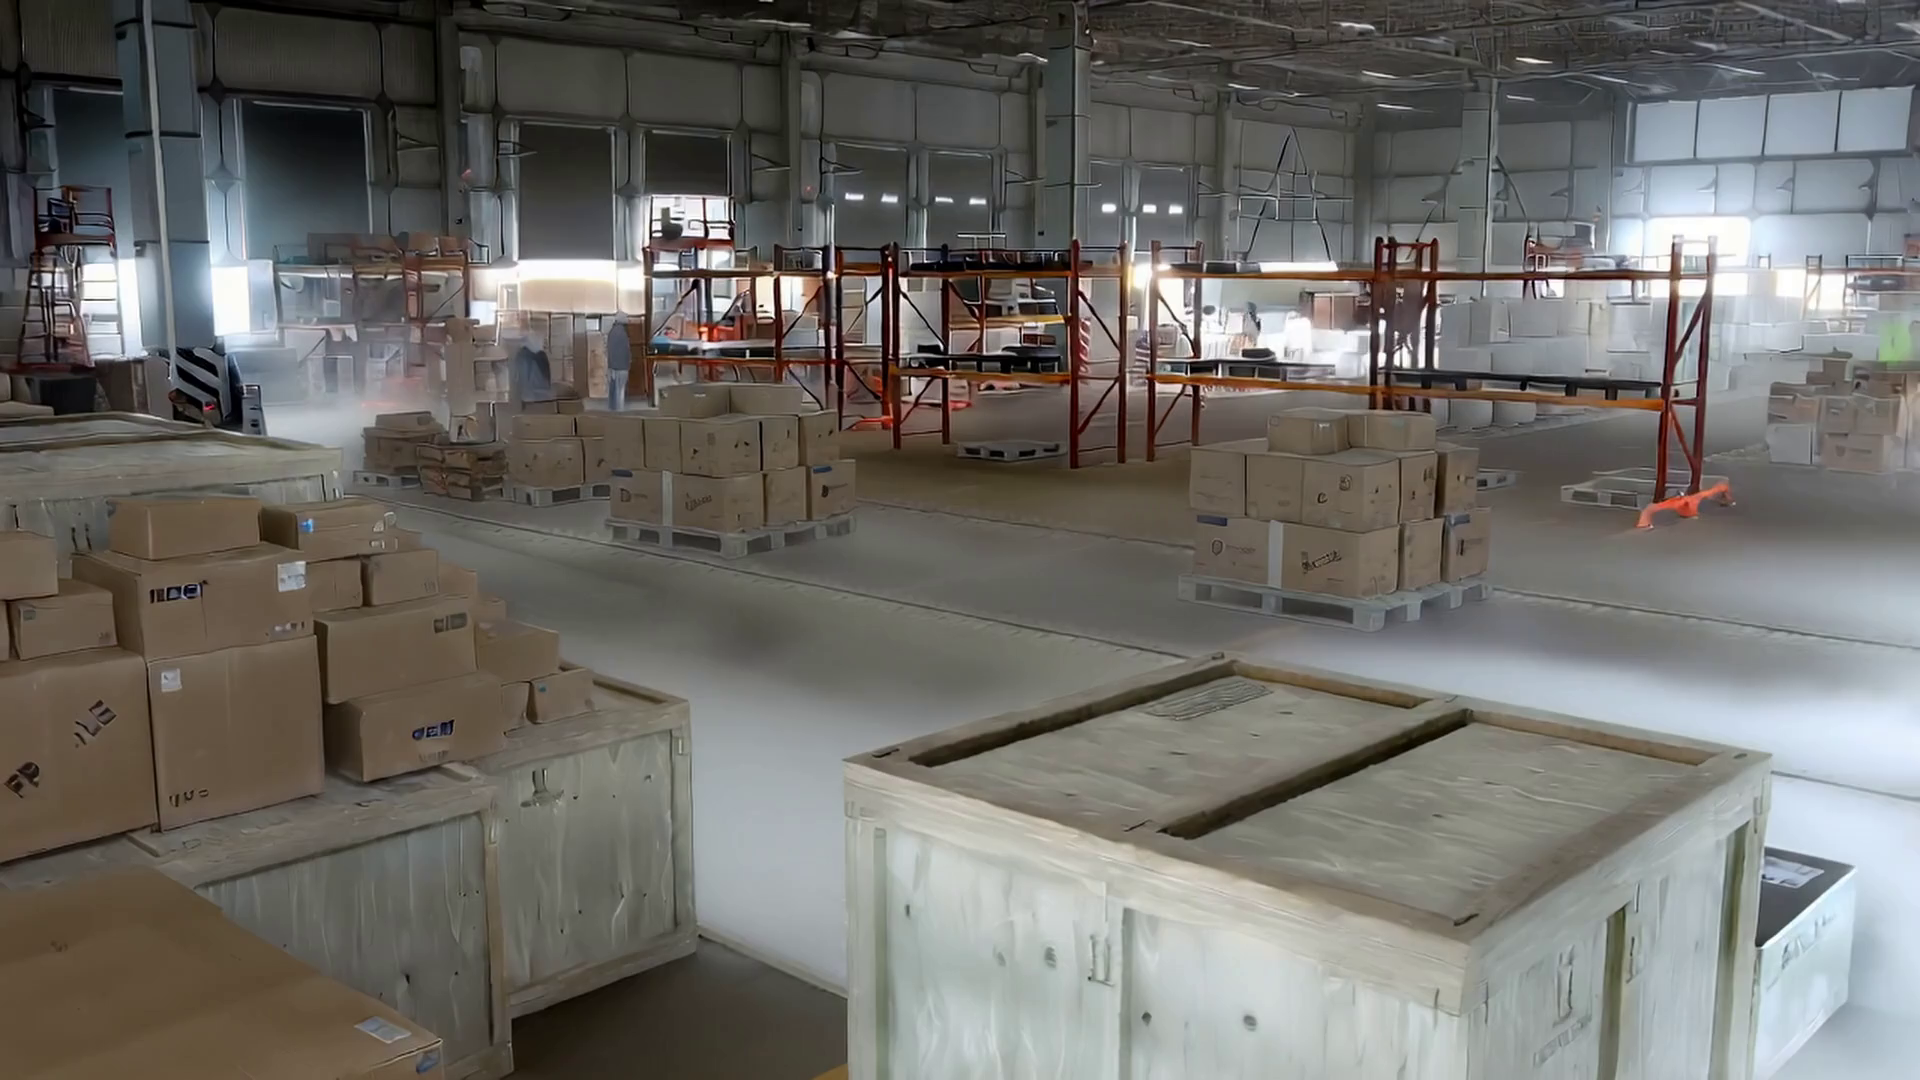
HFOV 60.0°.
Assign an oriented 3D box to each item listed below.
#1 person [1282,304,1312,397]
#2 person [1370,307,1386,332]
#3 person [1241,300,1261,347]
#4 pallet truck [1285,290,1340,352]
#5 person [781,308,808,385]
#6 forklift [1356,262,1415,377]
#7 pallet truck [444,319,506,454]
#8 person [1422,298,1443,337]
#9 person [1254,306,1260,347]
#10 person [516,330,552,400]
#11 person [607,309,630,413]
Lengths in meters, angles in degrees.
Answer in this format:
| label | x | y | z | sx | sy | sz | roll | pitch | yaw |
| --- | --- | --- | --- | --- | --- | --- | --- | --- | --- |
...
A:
| label | x | y | z | sx | sy | sz | roll | pitch | yaw |
| --- | --- | --- | --- | --- | --- | --- | --- | --- | --- |
| person | 7.052 | -3.960 | 34.745 | 0.640 | 1.921 | 0.577 | 8 | 12 | 39 |
| person | 10.186 | -4.811 | 40.520 | 0.486 | 1.744 | 0.294 | -5 | 11 | -28 |
| person | 7.519 | -5.273 | 43.052 | 0.506 | 1.842 | 0.348 | 2 | 10 | 13 |
| pallet truck | 11.297 | -6.951 | 52.861 | 1.885 | 1.965 | 0.823 | -5 | 11 | -29 |
| person | -3.329 | -3.705 | 33.386 | 0.596 | 1.864 | 0.461 | 1 | 9 | 9 |
| forklift | 10.597 | -5.399 | 40.648 | 1.129 | 2.768 | 1.873 | 7 | 12 | 38 |
| pallet truck | -6.981 | -1.942 | 22.150 | 1.885 | 1.965 | 0.823 | 1 | 9 | 9 |
| person | 12.661 | -5.563 | 44.649 | 0.650 | 1.892 | 0.977 | 7 | 11 | 35 |
| person | 8.244 | -5.785 | 46.853 | 0.510 | 1.623 | 0.373 | -8 | 12 | -41 |
| person | -5.914 | -1.983 | 22.920 | 0.583 | 1.827 | 0.647 | 3 | 10 | 15 |
| person | -5.749 | -2.915 | 28.148 | 0.391 | 1.987 | 0.608 | 1 | 9 | 7 |
